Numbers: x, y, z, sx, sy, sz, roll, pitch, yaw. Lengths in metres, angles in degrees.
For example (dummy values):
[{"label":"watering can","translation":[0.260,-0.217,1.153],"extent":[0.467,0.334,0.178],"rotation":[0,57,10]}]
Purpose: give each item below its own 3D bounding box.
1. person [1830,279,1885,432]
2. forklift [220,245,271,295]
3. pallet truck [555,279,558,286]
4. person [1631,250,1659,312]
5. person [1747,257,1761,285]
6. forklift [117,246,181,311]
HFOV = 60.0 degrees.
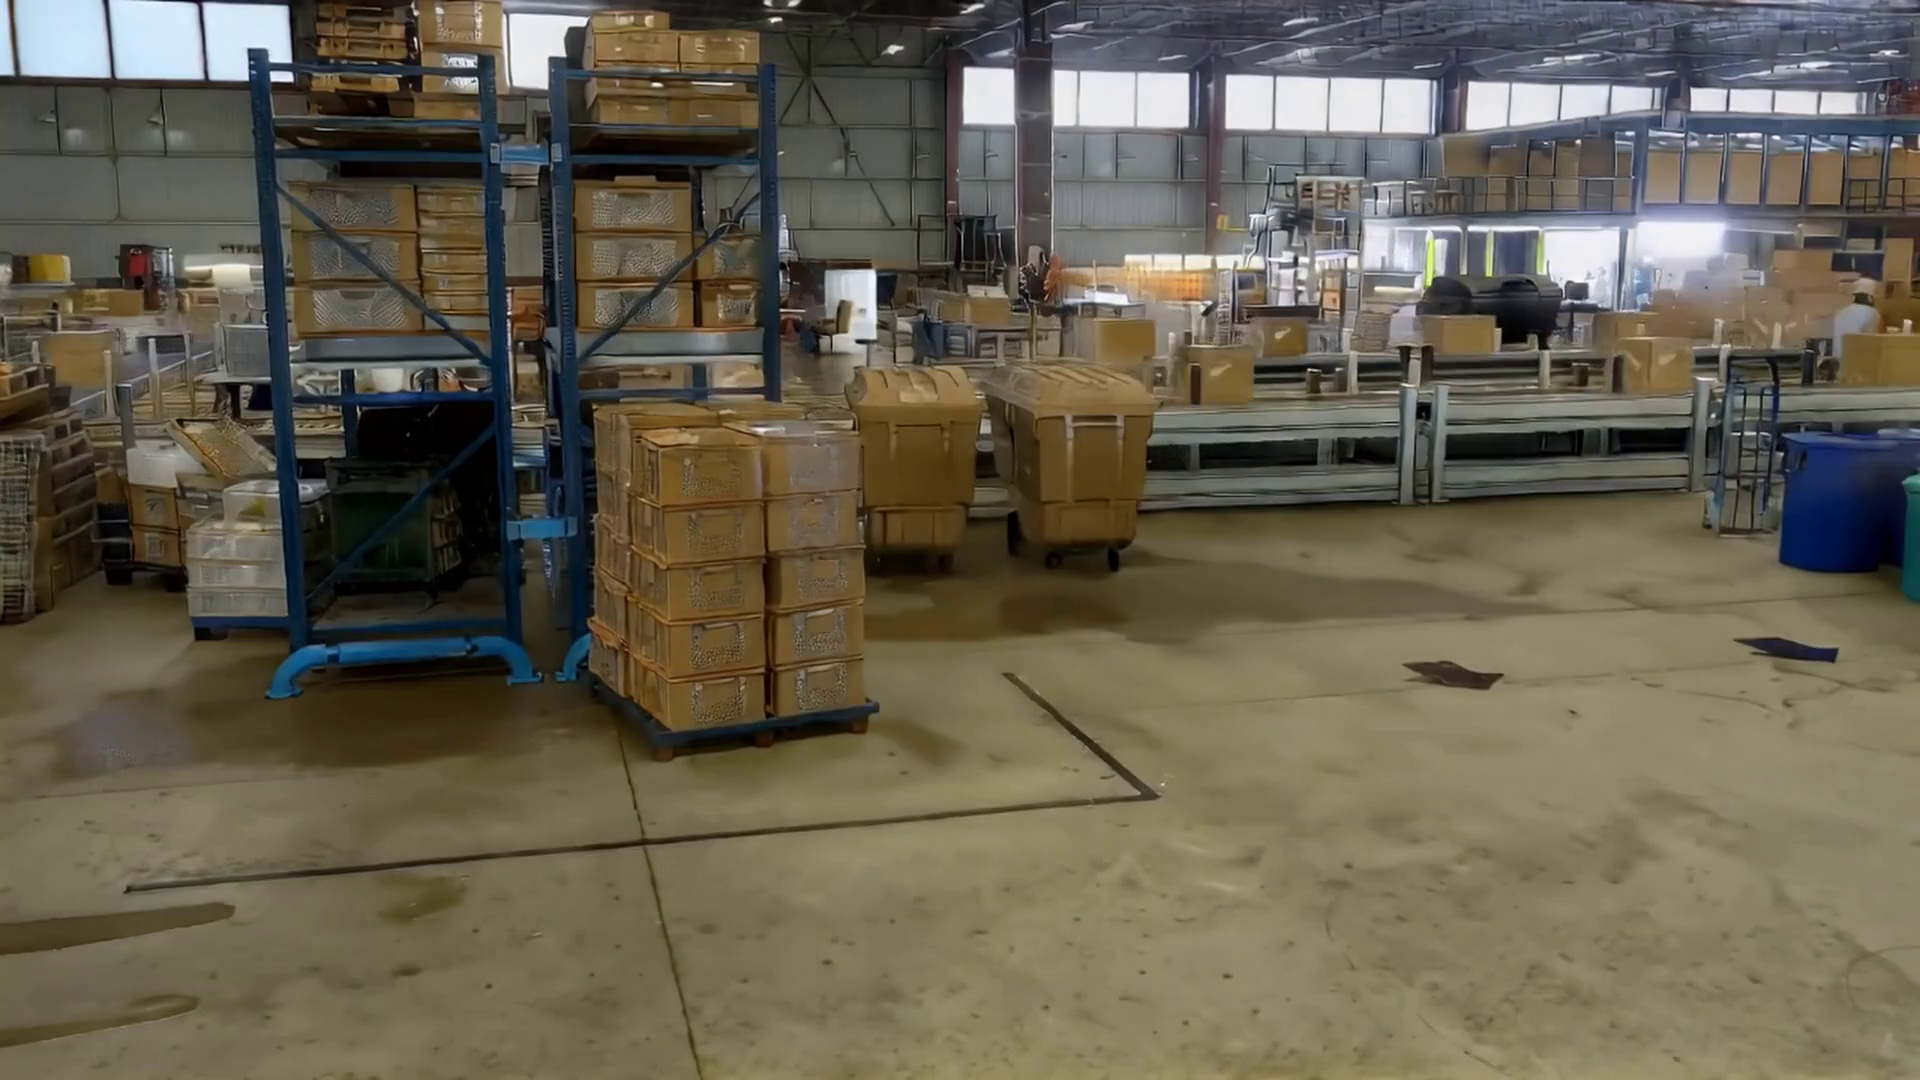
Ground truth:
[{"label":"person","translation":[9.563,-1.870,17.653],"extent":[0.933,1.785,0.587],"rotation":[-2,10,-13]},{"label":"forklift","translation":[-17.749,-6.334,41.440],"extent":[1.157,1.987,2.680],"rotation":[-3,10,-17]},{"label":"pallet truck","translation":[-10.604,-6.375,44.520],"extent":[0.653,1.274,1.630],"rotation":[-3,10,-15]},{"label":"person","translation":[17.006,-6.179,41.355],"extent":[0.606,2.038,0.393],"rotation":[1,10,8]},{"label":"person","translation":[20.016,-6.255,42.258],"extent":[0.581,1.863,0.710],"rotation":[-1,10,-3]},{"label":"forklift","translation":[-19.966,-6.232,40.894],"extent":[1.157,1.987,2.680],"rotation":[-3,10,-15]}]
